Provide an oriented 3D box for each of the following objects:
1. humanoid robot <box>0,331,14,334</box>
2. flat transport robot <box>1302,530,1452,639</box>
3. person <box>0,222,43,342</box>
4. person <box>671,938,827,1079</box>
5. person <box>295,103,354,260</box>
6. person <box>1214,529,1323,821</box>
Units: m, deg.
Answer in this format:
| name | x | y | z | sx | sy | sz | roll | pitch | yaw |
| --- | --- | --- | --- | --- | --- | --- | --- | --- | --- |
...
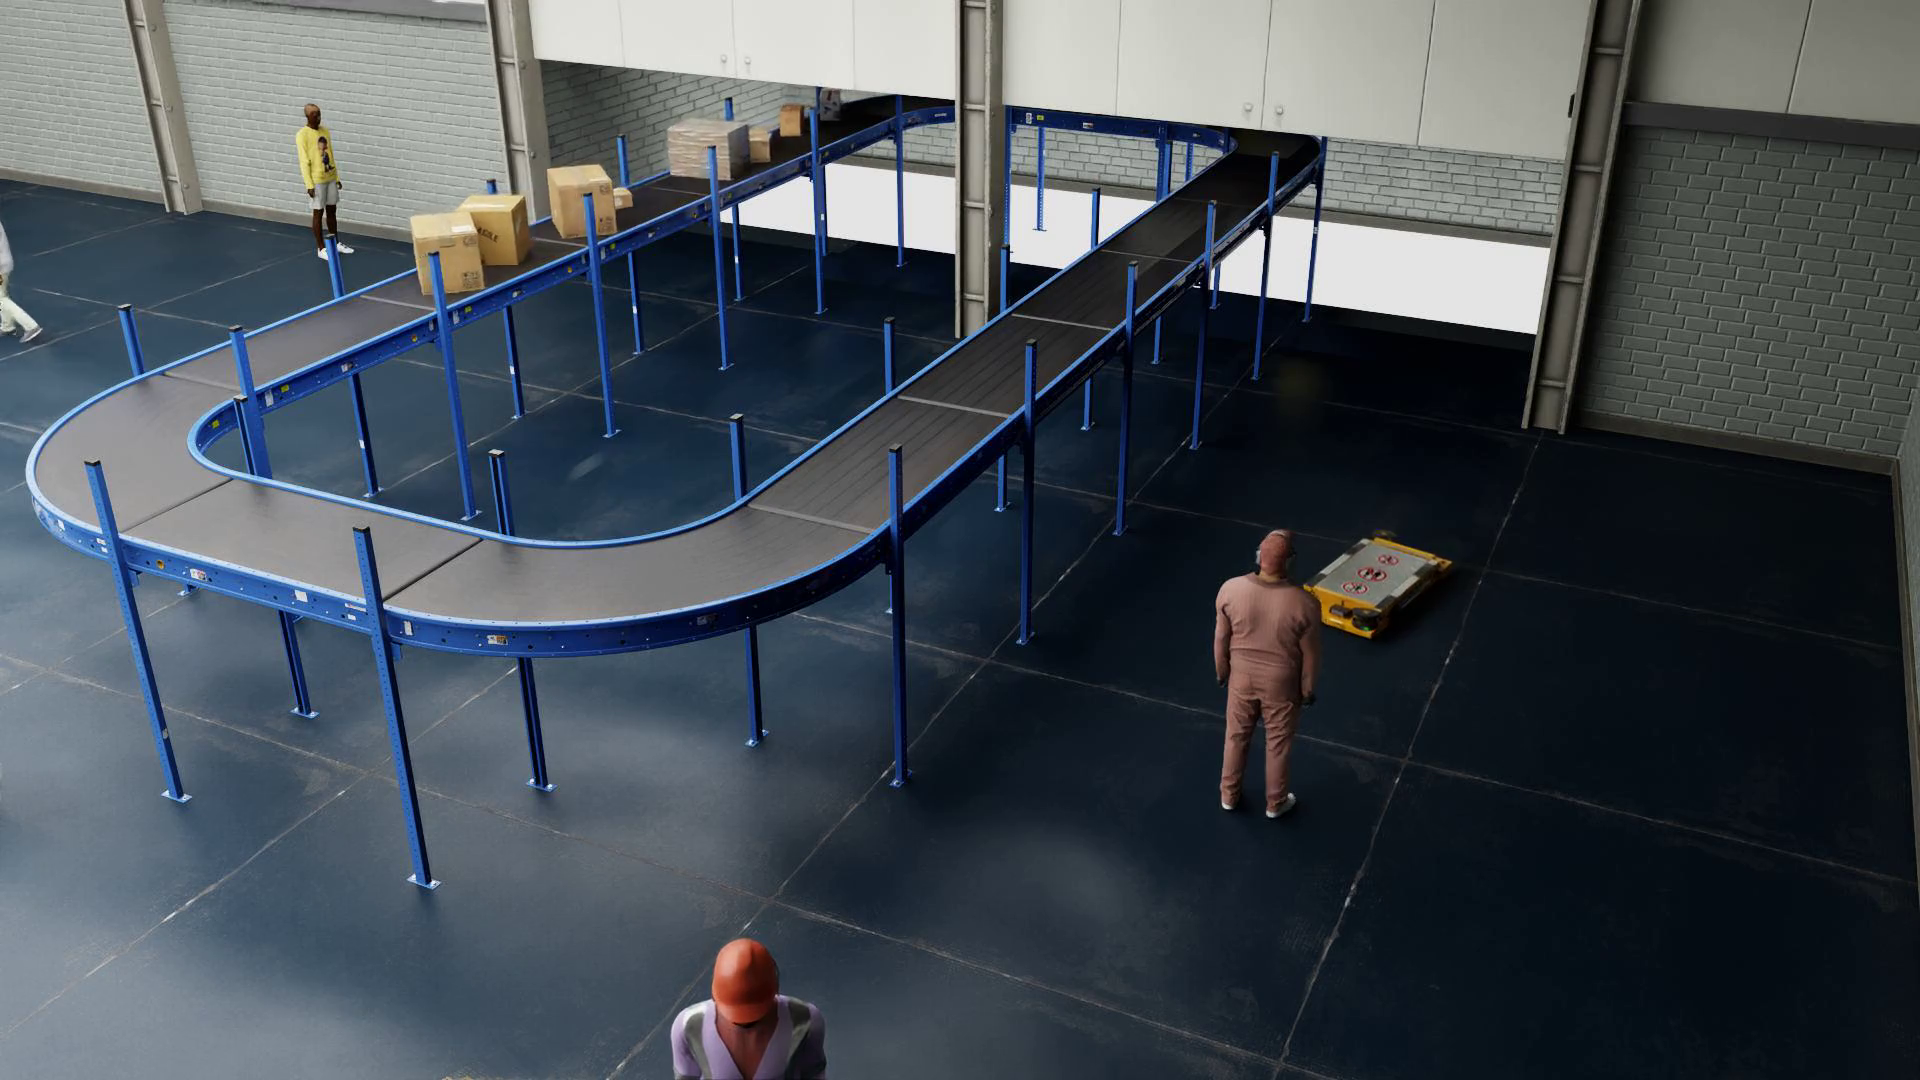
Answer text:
| name | x | y | z | sx | sy | sz | roll | pitch | yaw |
| --- | --- | --- | --- | --- | --- | --- | --- | --- | --- |
| humanoid robot | -10.629 | -2.955 | 17.850 | 0.519 | 1.638 | 0.589 | -8 | 27 | -15 |
| flat transport robot | 3.195 | 0.328 | 12.816 | 0.659 | 0.231 | 1.431 | 19 | 32 | 34 |
| person | -10.318 | -2.959 | 17.828 | 0.549 | 1.725 | 0.594 | -12 | 29 | -22 |
| person | -0.818 | 2.410 | 6.634 | 0.604 | 2.039 | 0.383 | -4 | 27 | -7 |
| person | -7.907 | -4.443 | 20.596 | 0.376 | 1.901 | 0.542 | 10 | 28 | 20 |
| person | 1.843 | 0.817 | 9.995 | 0.647 | 1.903 | 0.409 | 11 | 28 | 21 |
